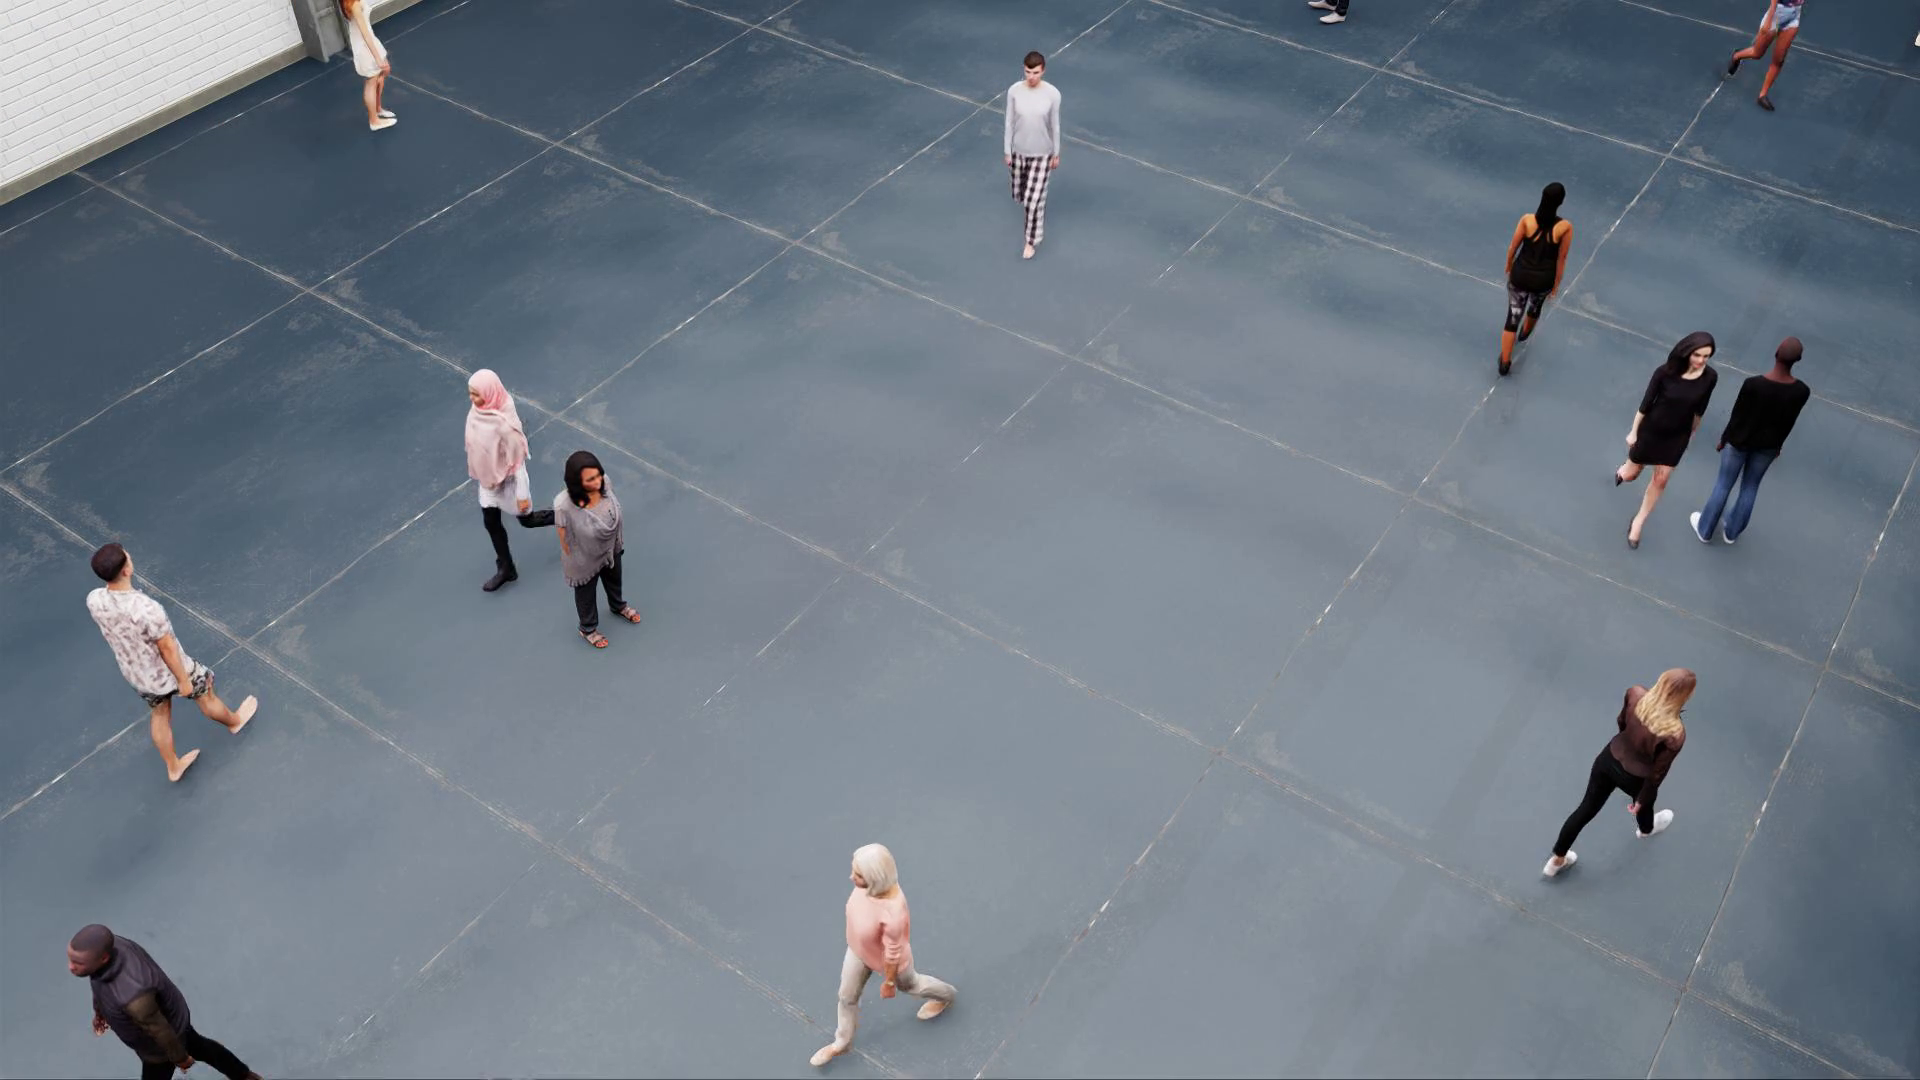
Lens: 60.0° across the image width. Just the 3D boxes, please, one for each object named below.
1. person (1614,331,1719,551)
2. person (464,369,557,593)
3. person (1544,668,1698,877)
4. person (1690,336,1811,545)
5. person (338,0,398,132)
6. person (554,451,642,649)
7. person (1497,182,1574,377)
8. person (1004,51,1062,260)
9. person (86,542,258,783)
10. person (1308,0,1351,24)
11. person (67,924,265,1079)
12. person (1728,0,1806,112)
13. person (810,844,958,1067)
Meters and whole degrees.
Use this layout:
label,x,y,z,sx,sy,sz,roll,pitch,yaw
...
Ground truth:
label,x,y,z,sx,sy,sz,roll,pitch,yaw
person,4.908,-0.768,11.666,0.814,1.793,0.970,8,44,8
person,-3.011,-0.446,11.338,1.155,1.777,0.770,-34,53,-30
person,3.747,1.371,9.531,1.213,1.641,0.936,-22,48,-21
person,5.535,-0.682,11.606,0.671,1.750,0.670,7,44,7
person,-5.757,-4.673,15.830,0.721,1.703,0.696,-19,47,-19
person,-2.430,0.020,10.976,0.697,1.603,0.607,29,51,27
person,4.496,-2.024,13.100,0.758,1.634,1.044,15,46,15
person,0.638,-3.407,14.414,0.869,1.823,1.112,10,44,10
person,-4.898,0.794,10.027,0.888,1.790,1.062,12,45,12
person,4.061,-6.411,17.529,0.838,1.874,0.770,-5,44,-6
person,-3.937,2.409,8.328,1.154,1.798,0.896,-30,51,-27
person,7.987,-5.123,16.289,0.993,1.722,1.034,-9,44,-9
person,-0.331,2.125,8.708,1.198,1.683,0.912,-22,48,-22
